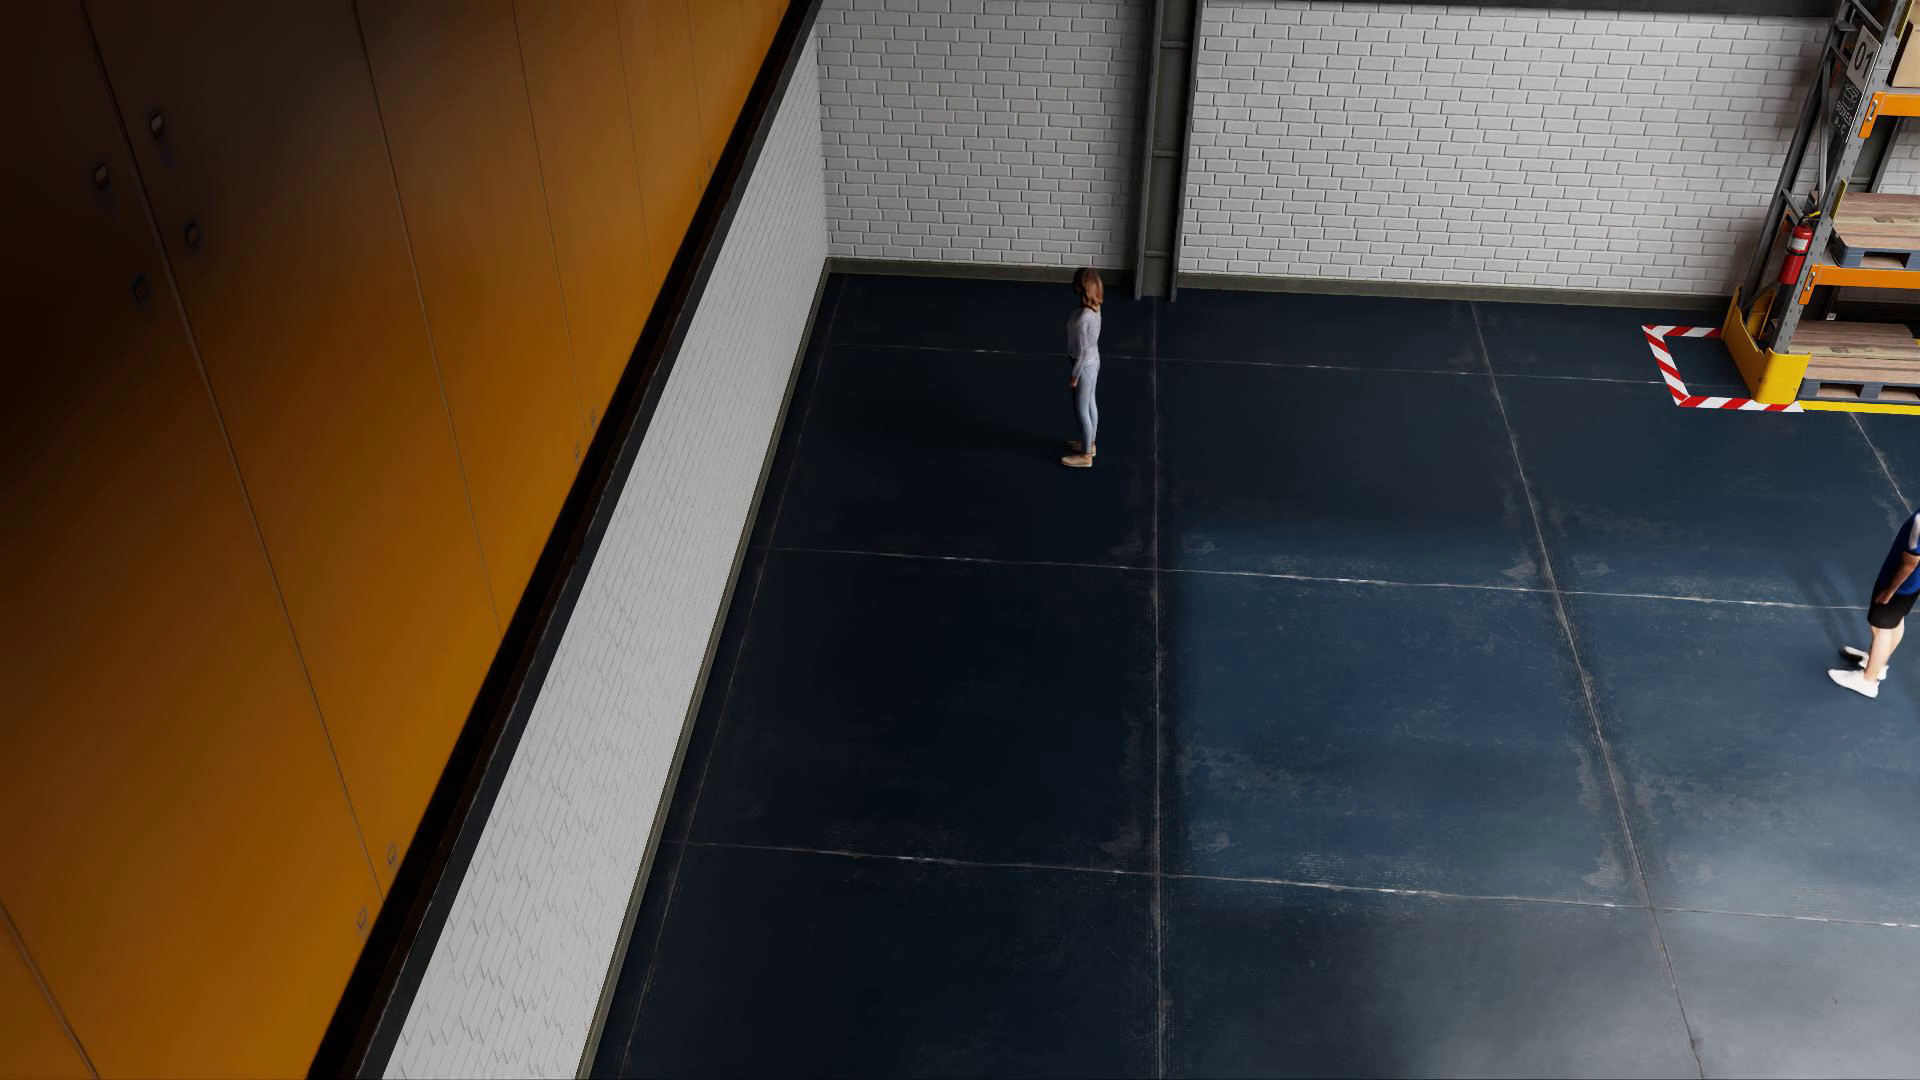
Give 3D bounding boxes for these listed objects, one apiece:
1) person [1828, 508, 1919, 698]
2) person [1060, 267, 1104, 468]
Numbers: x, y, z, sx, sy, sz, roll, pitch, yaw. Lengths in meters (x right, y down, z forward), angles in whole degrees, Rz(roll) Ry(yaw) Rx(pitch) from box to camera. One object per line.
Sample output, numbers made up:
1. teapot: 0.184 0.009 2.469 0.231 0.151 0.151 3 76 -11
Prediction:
1. person: 6.362 0.245 11.191 0.756 1.865 0.802 -31 48 -33
2. person: 0.993 -1.376 13.276 0.567 1.795 0.629 11 40 14
